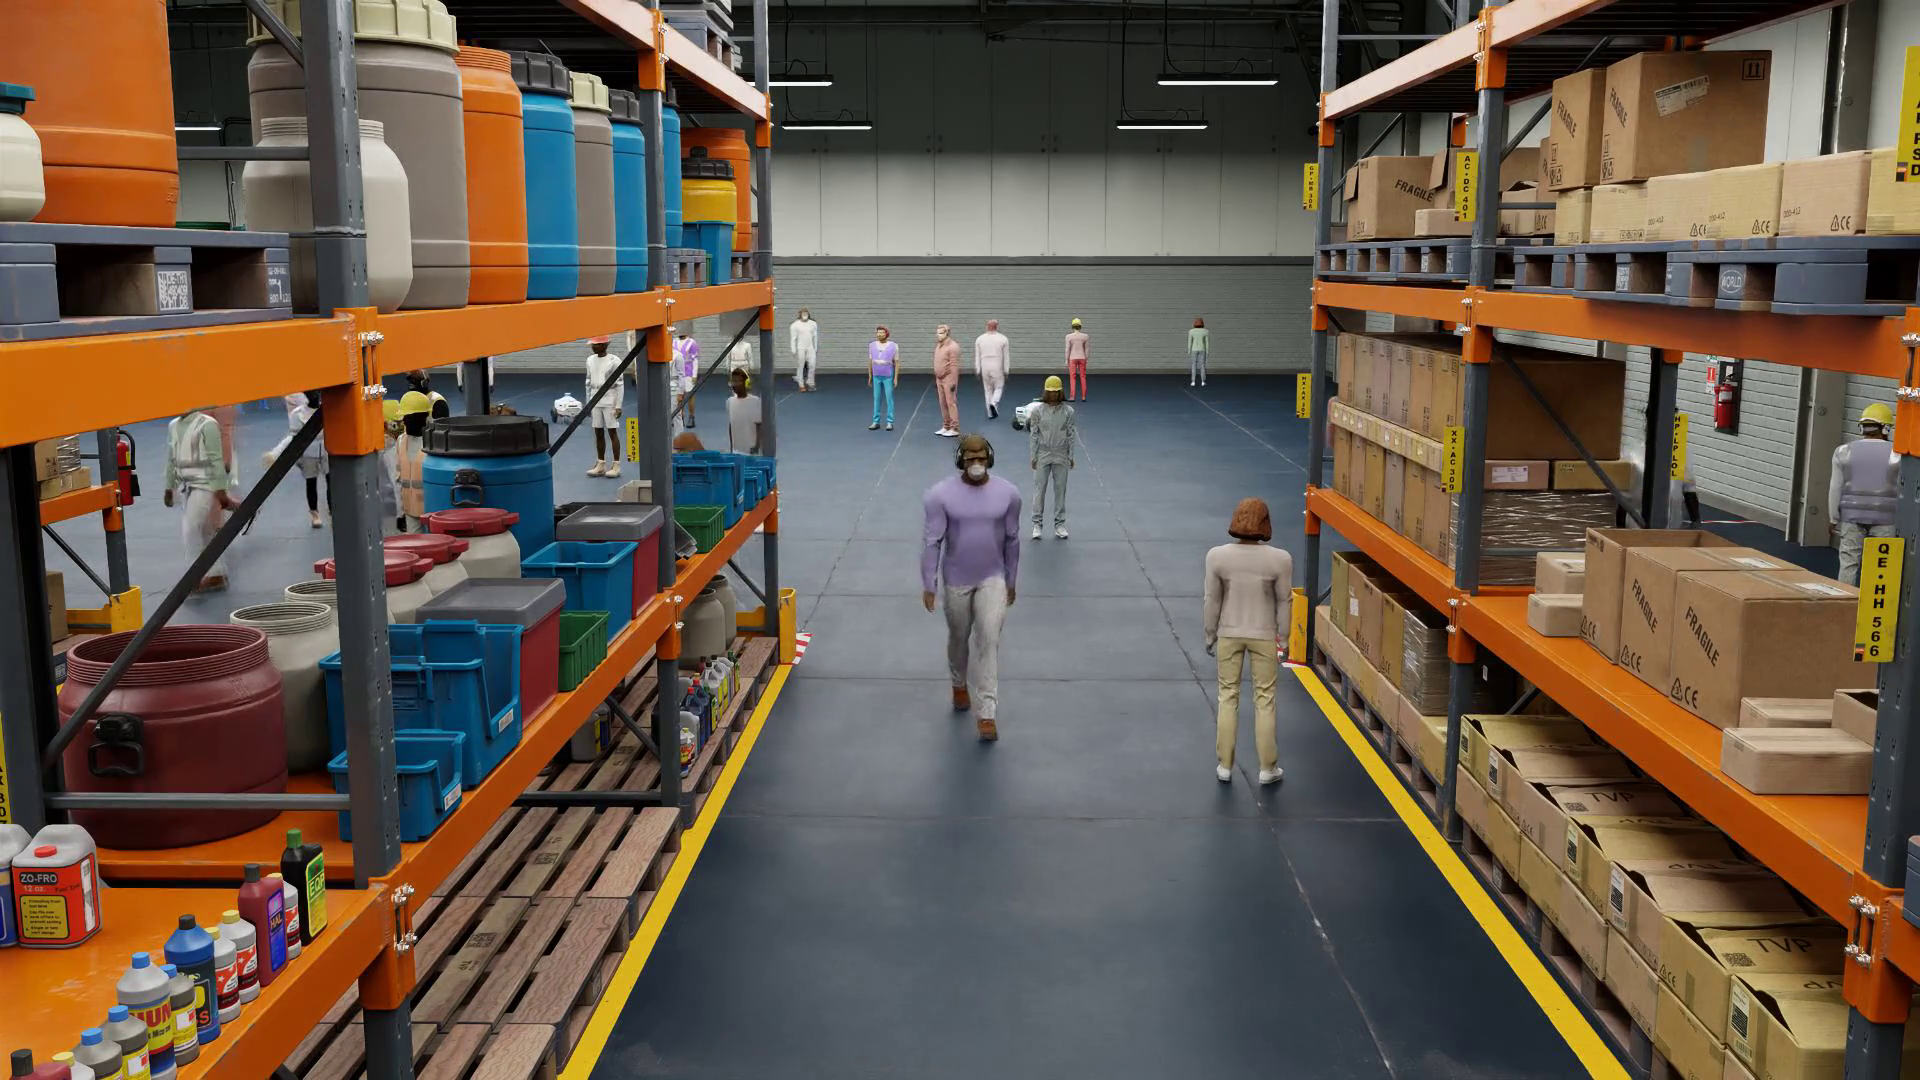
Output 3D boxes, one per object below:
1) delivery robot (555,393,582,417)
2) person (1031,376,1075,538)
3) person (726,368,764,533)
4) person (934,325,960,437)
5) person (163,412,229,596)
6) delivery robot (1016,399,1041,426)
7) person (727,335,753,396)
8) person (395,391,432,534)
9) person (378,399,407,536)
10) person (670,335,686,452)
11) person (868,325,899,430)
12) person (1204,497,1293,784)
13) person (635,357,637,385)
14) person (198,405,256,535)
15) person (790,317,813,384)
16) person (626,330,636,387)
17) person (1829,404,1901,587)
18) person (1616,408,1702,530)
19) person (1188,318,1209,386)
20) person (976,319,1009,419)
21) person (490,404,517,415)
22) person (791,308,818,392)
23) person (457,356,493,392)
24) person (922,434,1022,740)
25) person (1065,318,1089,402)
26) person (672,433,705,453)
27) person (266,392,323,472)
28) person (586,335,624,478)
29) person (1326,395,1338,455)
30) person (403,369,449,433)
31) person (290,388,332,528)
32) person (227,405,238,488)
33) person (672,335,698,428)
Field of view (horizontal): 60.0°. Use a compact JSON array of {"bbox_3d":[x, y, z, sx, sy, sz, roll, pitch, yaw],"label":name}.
[{"bbox_3d":[-7.251,-2.475,30.757,0.477,0.478,0.707,-5,11,-28],"label":"delivery robot"},{"bbox_3d":[1.000,-0.895,17.892,0.488,1.743,0.317,-1,10,-8],"label":"person"},{"bbox_3d":[-2.346,-0.939,17.951,0.531,1.816,0.988,4,10,25],"label":"person"},{"bbox_3d":[-0.252,-2.725,28.419,0.399,1.898,0.638,-5,11,-28],"label":"person"},{"bbox_3d":[-6.872,-0.457,14.736,0.657,1.916,0.774,6,11,31],"label":"person"},{"bbox_3d":[1.342,-2.257,29.456,0.707,0.478,0.477,-7,12,-35],"label":"delivery robot"},{"bbox_3d":[-4.455,-3.450,33.598,0.522,1.614,0.770,-2,10,-14],"label":"person"},{"bbox_3d":[-4.335,-0.242,13.436,0.594,1.924,0.383,5,11,26],"label":"person"},{"bbox_3d":[-4.832,-0.275,13.985,0.681,1.809,0.606,-6,11,-33],"label":"person"},{"bbox_3d":[-4.467,-2.271,25.525,0.605,1.949,0.401,8,12,38],"label":"person"},{"bbox_3d":[-1.348,-2.876,29.449,0.563,1.848,0.390,3,10,20],"label":"person"},{"bbox_3d":[1.633,0.568,9.455,0.501,1.633,0.285,3,10,19],"label":"person"},{"bbox_3d":[-4.728,-2.275,25.566,0.552,1.942,0.341,6,11,32],"label":"person"},{"bbox_3d":[-7.760,-0.887,17.390,0.636,1.887,0.651,-8,12,-40],"label":"person"},{"bbox_3d":[-3.894,-4.653,40.692,0.884,1.645,0.540,7,12,37],"label":"person"},{"bbox_3d":[-7.656,-4.576,39.534,0.554,1.895,0.958,-3,10,-15],"label":"person"},{"bbox_3d":[7.314,-0.181,13.381,0.586,1.824,0.404,7,12,35],"label":"person"},{"bbox_3d":[5.300,-0.102,12.651,0.627,1.919,0.997,-3,10,-16],"label":"person"},{"bbox_3d":[5.728,-4.519,39.932,0.505,1.631,0.278,1,10,8],"label":"person"},{"bbox_3d":[0.607,-3.225,31.392,0.652,1.889,0.531,2,10,14],"label":"person"},{"bbox_3d":[-3.574,-0.156,13.163,0.343,1.847,0.506,0,9,-2],"label":"person"},{"bbox_3d":[-3.503,-4.315,37.871,0.666,1.909,0.791,-4,10,-24],"label":"person"},{"bbox_3d":[-8.275,-2.736,28.437,0.597,1.907,0.658,-3,10,-19],"label":"person"},{"bbox_3d":[0.072,0.246,10.677,0.648,1.892,1.041,-1,10,-6],"label":"person"},{"bbox_3d":[2.483,-3.826,35.393,0.526,1.765,0.329,-2,10,-11],"label":"person"},{"bbox_3d":[-2.105,-0.040,13.141,0.326,1.620,0.513,2,10,9],"label":"person"},{"bbox_3d":[-9.336,-1.847,23.390,0.770,1.817,0.626,-1,10,-8],"label":"person"},{"bbox_3d":[-4.920,-1.881,22.910,0.612,2.039,0.392,5,11,29],"label":"person"},{"bbox_3d":[4.503,-1.132,19.259,0.548,1.752,0.404,-1,10,-4],"label":"person"},{"bbox_3d":[-5.727,-0.911,17.697,0.630,1.843,0.429,5,11,25],"label":"person"},{"bbox_3d":[-7.114,-0.946,18.424,0.542,1.655,0.754,-6,11,-32],"label":"person"},{"bbox_3d":[-9.749,-1.618,21.846,0.328,1.872,0.513,2,10,14],"label":"person"},{"bbox_3d":[-4.999,-2.978,29.822,0.597,1.925,0.391,3,10,20],"label":"person"}]
